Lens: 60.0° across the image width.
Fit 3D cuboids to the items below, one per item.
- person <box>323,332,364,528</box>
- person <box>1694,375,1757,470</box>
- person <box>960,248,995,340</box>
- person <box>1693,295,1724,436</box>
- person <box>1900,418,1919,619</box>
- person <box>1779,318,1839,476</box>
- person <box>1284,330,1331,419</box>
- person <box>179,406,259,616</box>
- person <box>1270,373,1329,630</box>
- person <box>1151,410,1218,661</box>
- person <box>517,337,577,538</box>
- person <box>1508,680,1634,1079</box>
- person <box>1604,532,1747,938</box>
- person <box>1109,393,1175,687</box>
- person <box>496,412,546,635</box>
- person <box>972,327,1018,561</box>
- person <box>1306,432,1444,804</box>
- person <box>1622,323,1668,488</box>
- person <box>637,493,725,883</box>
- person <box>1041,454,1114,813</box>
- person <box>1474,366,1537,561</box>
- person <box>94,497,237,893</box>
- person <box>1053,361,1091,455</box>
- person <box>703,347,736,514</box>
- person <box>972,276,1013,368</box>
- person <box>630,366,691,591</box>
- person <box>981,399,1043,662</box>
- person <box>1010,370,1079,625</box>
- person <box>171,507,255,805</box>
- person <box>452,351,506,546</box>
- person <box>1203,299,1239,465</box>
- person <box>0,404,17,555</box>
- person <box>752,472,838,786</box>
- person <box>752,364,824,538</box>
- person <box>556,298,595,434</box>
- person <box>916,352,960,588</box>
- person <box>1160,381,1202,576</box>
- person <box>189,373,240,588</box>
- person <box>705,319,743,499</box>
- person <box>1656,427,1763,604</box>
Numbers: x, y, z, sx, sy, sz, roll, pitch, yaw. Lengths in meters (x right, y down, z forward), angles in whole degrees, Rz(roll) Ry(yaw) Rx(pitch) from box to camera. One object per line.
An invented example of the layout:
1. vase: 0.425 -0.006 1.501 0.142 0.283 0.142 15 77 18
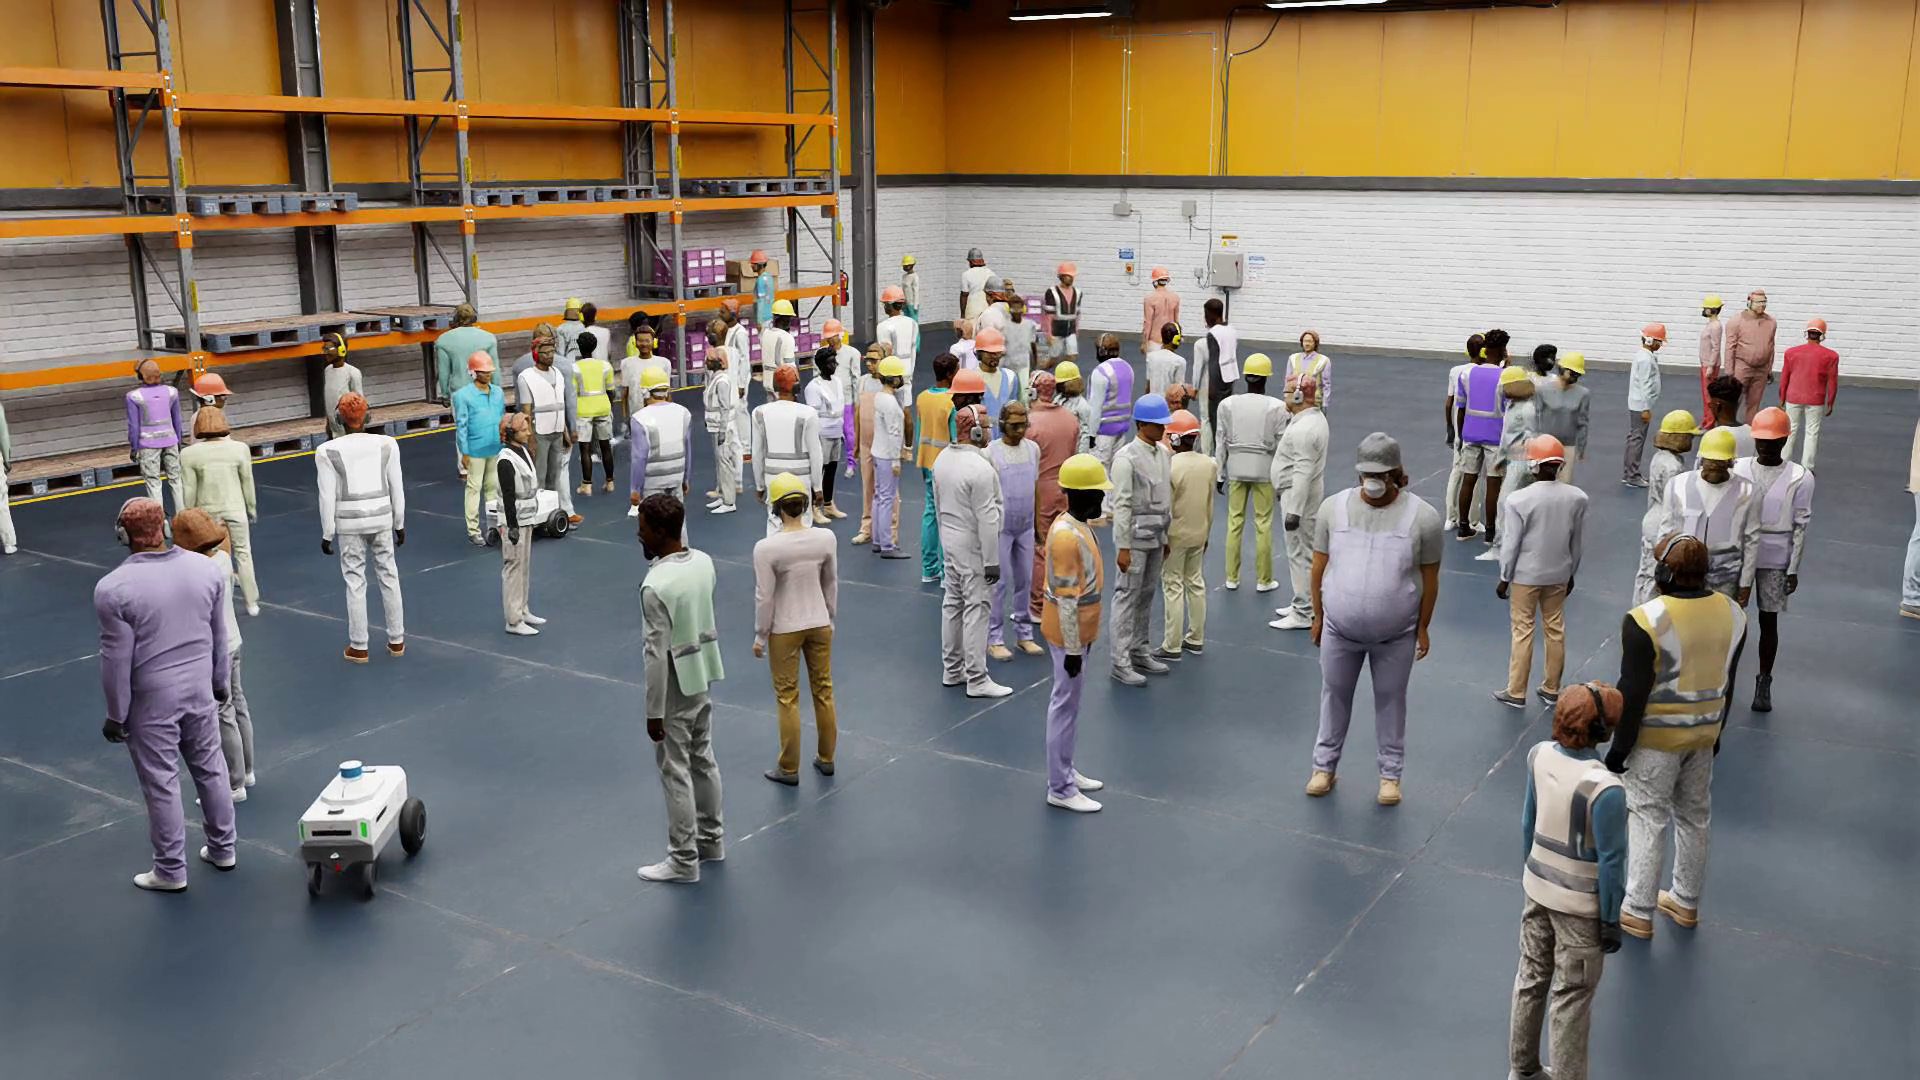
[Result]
1. person: -5.765 -1.010 15.560 0.520 1.873 0.333 9 16 33
2. person: 5.366 -0.187 11.789 0.617 1.958 0.362 -10 16 -37
3. person: 0.255 -3.731 26.991 0.701 2.000 0.535 -10 17 -38
4. person: 9.394 -2.192 20.915 0.324 1.767 0.533 4 13 16
5. person: 7.415 -0.394 12.621 0.385 1.993 0.611 8 15 32
6. person: 9.286 -1.556 18.221 0.576 1.737 0.355 9 16 33
7. person: 3.738 -1.448 17.953 0.521 1.645 0.306 9 16 33
8. person: -5.602 -0.203 12.601 0.504 1.628 0.279 -6 14 -23
9. person: 2.500 -0.288 12.349 0.402 1.906 0.652 5 14 19
10. person: 1.531 -0.035 11.586 0.572 1.750 0.331 -11 17 -40
11. person: -3.841 -0.961 15.401 0.389 1.846 0.566 6 14 24
12. person: 2.210 1.304 6.026 0.311 1.642 0.512 -4 13 -15
13. person: 3.159 0.874 7.451 0.624 1.844 0.430 -5 14 -19
14. person: 1.223 -0.012 11.059 0.405 1.946 0.609 9 16 35
15. person: -3.248 -0.127 12.234 0.308 1.639 0.524 0 13 -2
16. person: 0.251 -0.806 14.298 0.610 2.043 0.375 -8 15 -31
17. person: 2.214 0.424 8.967 0.682 2.000 0.536 5 14 21
18. person: 7.288 -1.437 17.689 0.338 1.742 0.563 3 13 15
19. person: -1.344 0.713 8.012 0.385 1.910 0.592 4 14 17
20. person: 0.625 0.486 8.942 0.373 1.928 0.584 2 13 8
21. person: 4.908 -0.664 14.435 0.770 1.702 0.484 0 13 2
22. person: -3.800 0.732 7.940 0.401 1.901 0.649 7 15 29
23. person: 0.924 -0.687 14.446 0.302 1.741 0.485 -9 16 -35
24. person: -2.364 -1.081 16.375 0.307 1.639 0.525 -4 13 -15
25. person: 0.389 -2.223 20.449 0.537 2.000 0.678 8 15 30
26. person: -2.417 -0.483 13.359 0.404 1.829 0.600 10 16 37
27. person: 0.356 -0.070 11.567 0.511 1.837 0.350 -9 16 -33
28. person: 0.601 -0.319 12.481 0.399 1.909 0.642 12 18 42
29. person: -4.043 0.621 9.001 0.278 1.633 0.498 -2 13 -7
30. person: -4.301 -0.838 15.064 0.327 1.753 0.561 8 15 32
31. person: 2.954 -1.791 18.915 0.432 1.894 0.619 7 15 28
32. person: -8.549 -0.649 14.498 0.513 1.641 0.309 -10 16 -36
33. person: -0.920 0.496 9.279 0.523 1.759 0.333 -9 16 -34
34. person: -1.337 -0.432 13.025 0.572 1.883 0.355 4 14 17
35. person: -4.797 -2.163 20.856 0.484 1.738 0.305 -5 14 -20
36. person: -0.136 -0.567 13.534 0.382 1.918 0.597 -9 16 -35
37. person: 1.800 -0.496 13.836 0.308 1.641 0.517 -11 17 -40
38. person: -6.030 -0.482 13.526 0.329 1.751 0.568 -10 17 -38
39. person: -2.435 -1.334 17.020 0.346 1.845 0.505 6 14 24
40. person: 4.683 0.190 10.459 0.594 1.825 0.403 7 15 28
